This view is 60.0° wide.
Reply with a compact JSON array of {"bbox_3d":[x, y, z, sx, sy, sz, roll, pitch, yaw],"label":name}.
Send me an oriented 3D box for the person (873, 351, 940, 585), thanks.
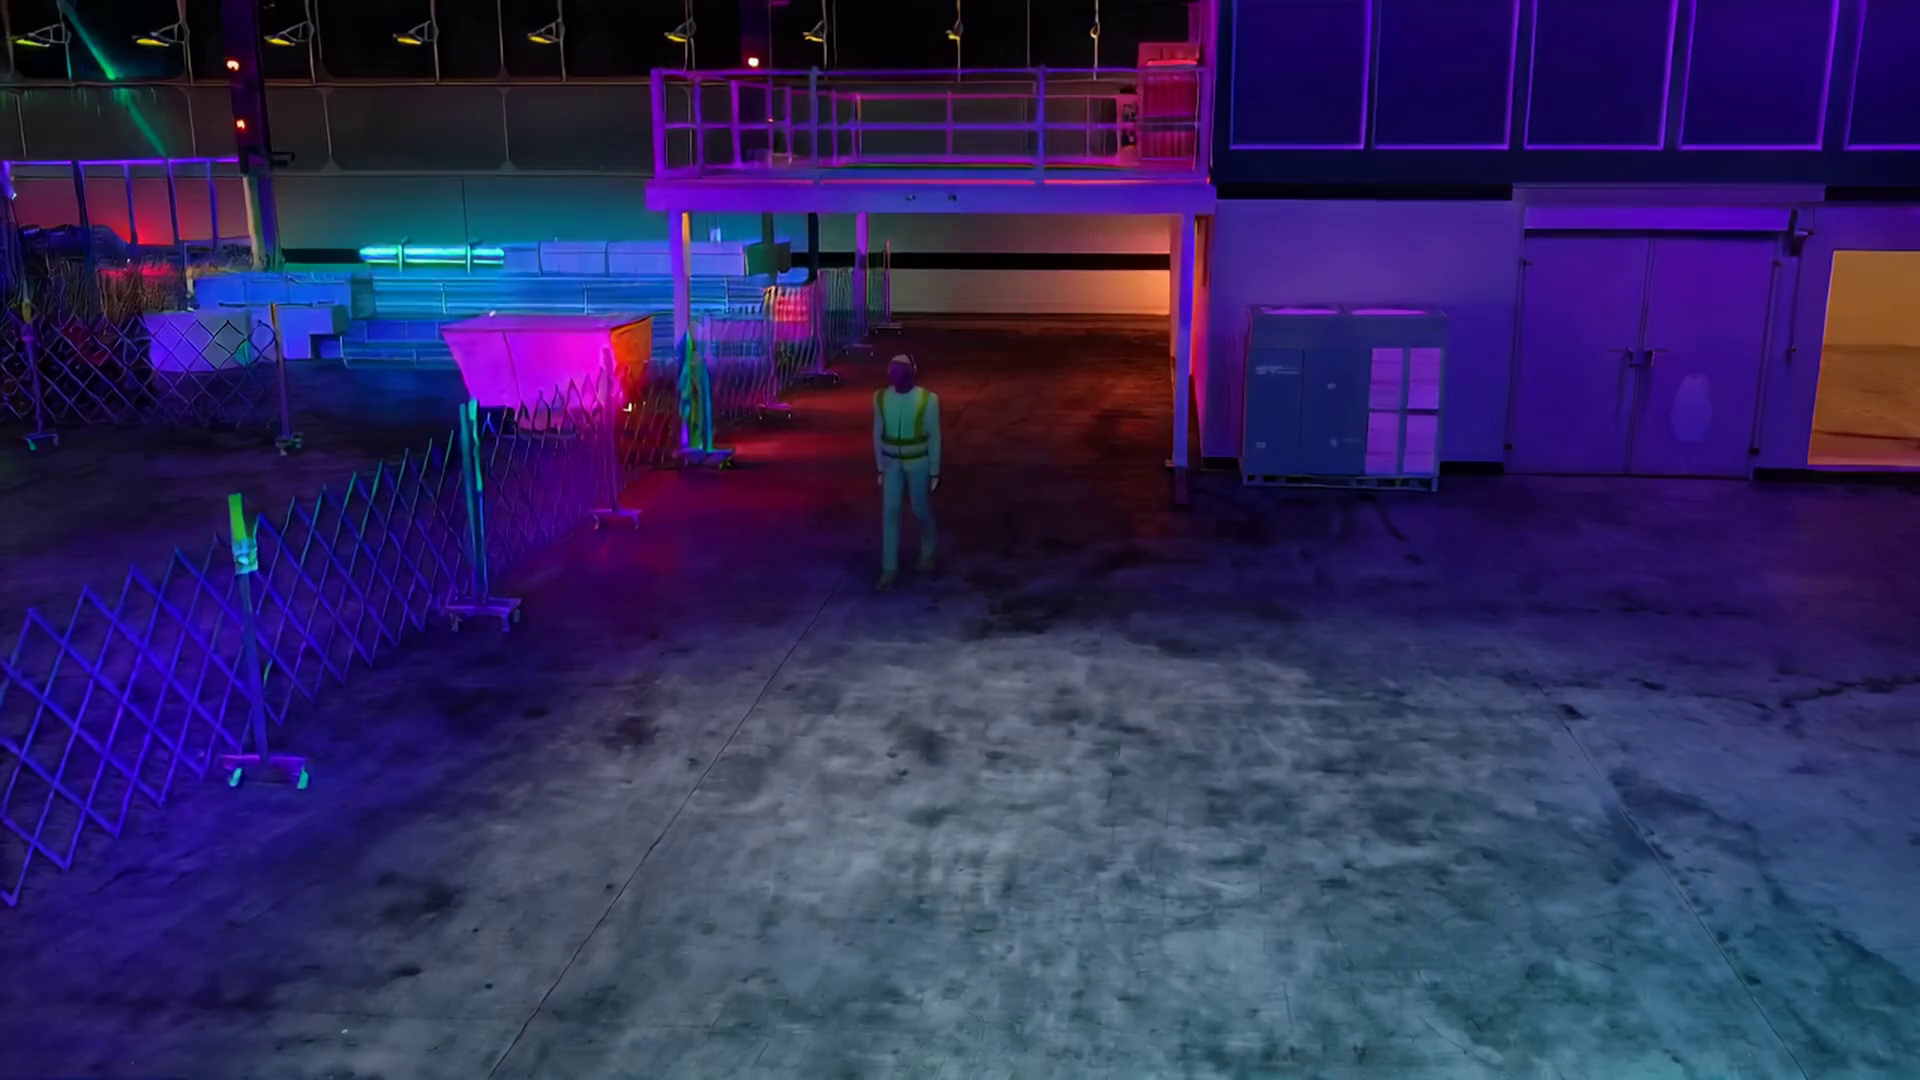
[{"bbox_3d":[-0.409,-0.611,13.465,0.583,1.862,0.876,4,14,17],"label":"person"}]
